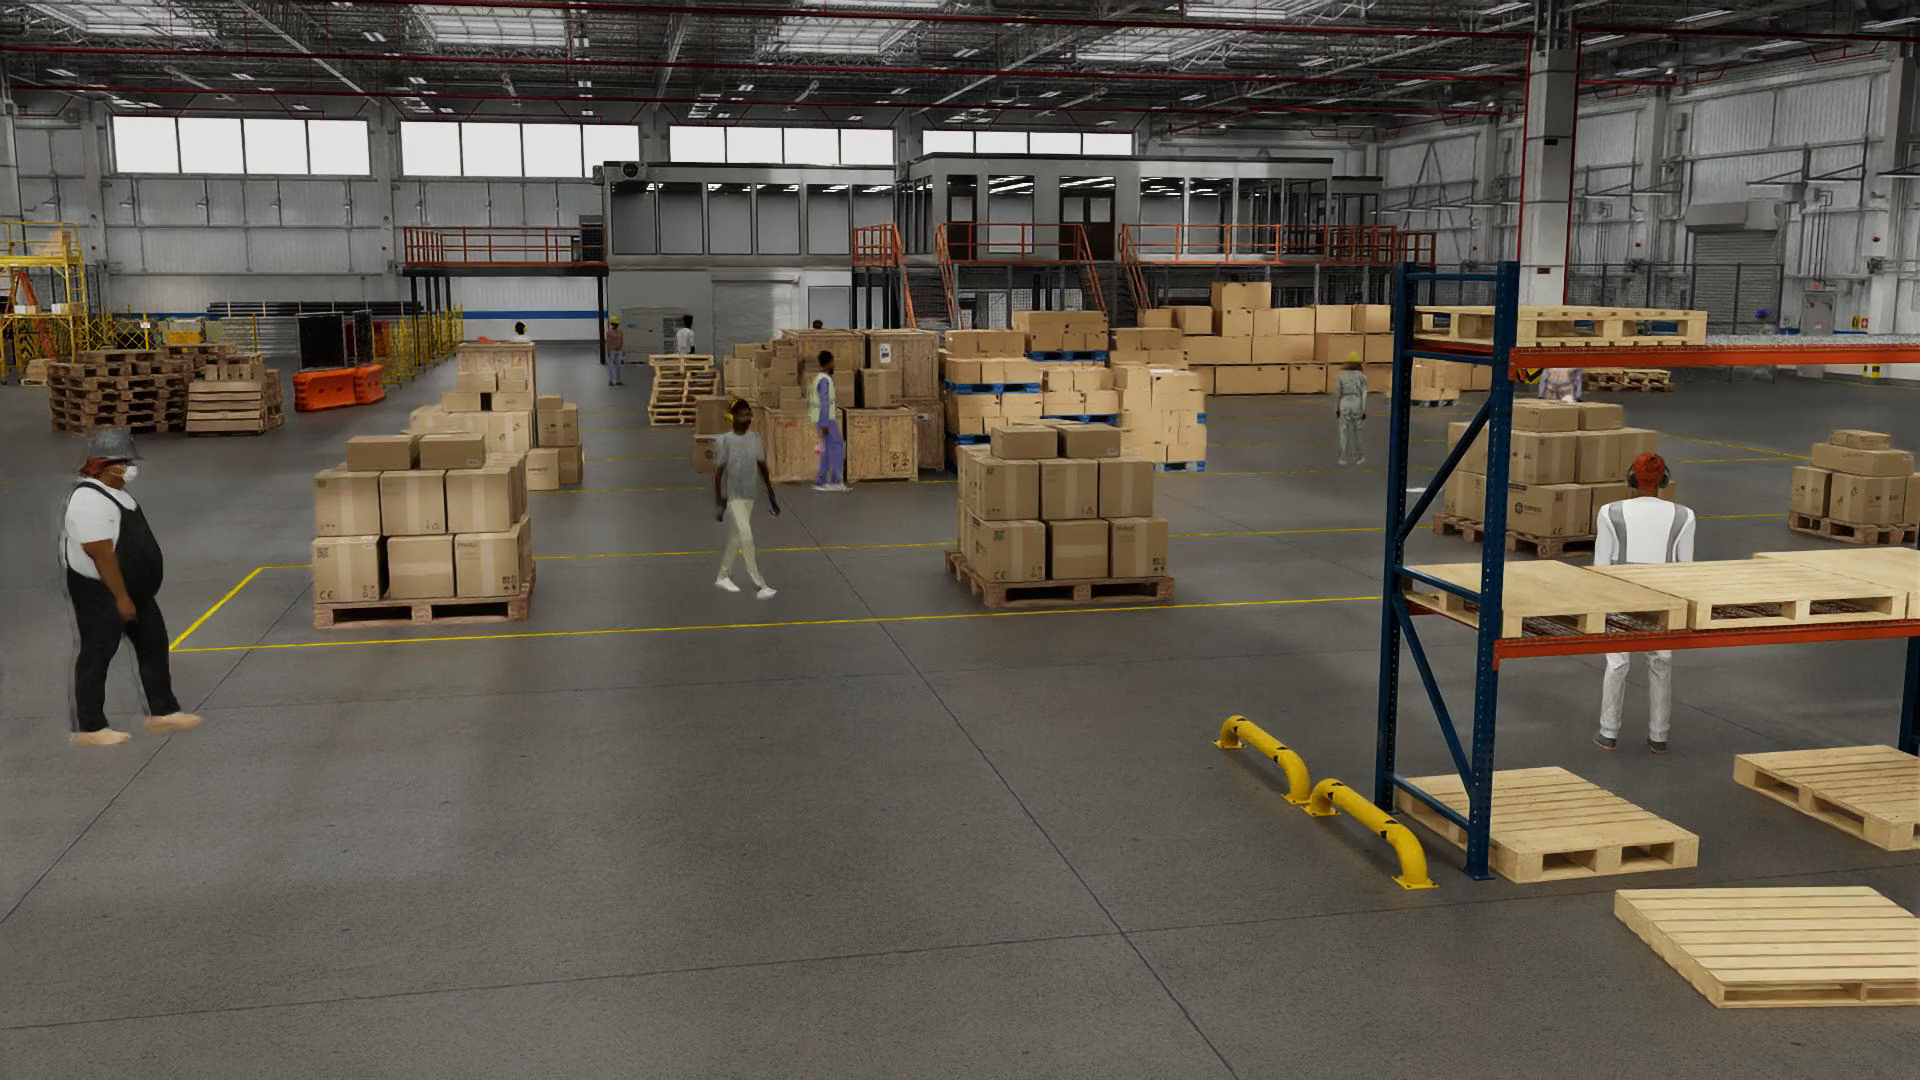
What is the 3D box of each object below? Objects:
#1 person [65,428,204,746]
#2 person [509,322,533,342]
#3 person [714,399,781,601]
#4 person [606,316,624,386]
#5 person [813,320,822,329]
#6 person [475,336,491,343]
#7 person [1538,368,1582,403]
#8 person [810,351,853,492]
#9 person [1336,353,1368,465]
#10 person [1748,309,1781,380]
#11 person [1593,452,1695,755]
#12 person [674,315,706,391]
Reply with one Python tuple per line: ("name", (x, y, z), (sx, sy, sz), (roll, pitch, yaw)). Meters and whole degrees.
("person", (-5.211, 0.283, 10.453), (0.830, 2.000, 0.693), (-1, 9, -7))
("person", (-9.195, -3.643, 34.925), (0.519, 1.865, 0.331), (-4, 10, -23))
("person", (-1.955, -0.376, 15.146), (0.971, 1.821, 0.541), (8, 13, 42))
("person", (-8.751, -4.800, 42.273), (0.326, 1.767, 0.533), (7, 12, 37))
("person", (-3.165, -4.073, 37.645), (0.509, 1.824, 0.441), (-9, 13, -43))
("person", (-7.517, -2.303, 26.608), (0.549, 1.918, 0.757), (5, 10, 26))
("person", (9.886, -2.383, 27.478), (0.656, 1.788, 0.969), (7, 11, 35))
("person", (-1.683, -1.581, 22.269), (0.643, 1.886, 0.619), (-1, 9, -6))
("person", (5.971, -1.992, 25.342), (0.504, 1.714, 0.750), (5, 11, 30))
("person", (21.258, -5.130, 43.854), (0.686, 1.911, 0.613), (6, 11, 34))
("person", (4.210, 0.394, 10.293), (0.573, 1.876, 0.355), (2, 10, 15))
("person", (-6.327, -4.247, 38.486), (0.628, 1.913, 1.024), (5, 11, 30))
